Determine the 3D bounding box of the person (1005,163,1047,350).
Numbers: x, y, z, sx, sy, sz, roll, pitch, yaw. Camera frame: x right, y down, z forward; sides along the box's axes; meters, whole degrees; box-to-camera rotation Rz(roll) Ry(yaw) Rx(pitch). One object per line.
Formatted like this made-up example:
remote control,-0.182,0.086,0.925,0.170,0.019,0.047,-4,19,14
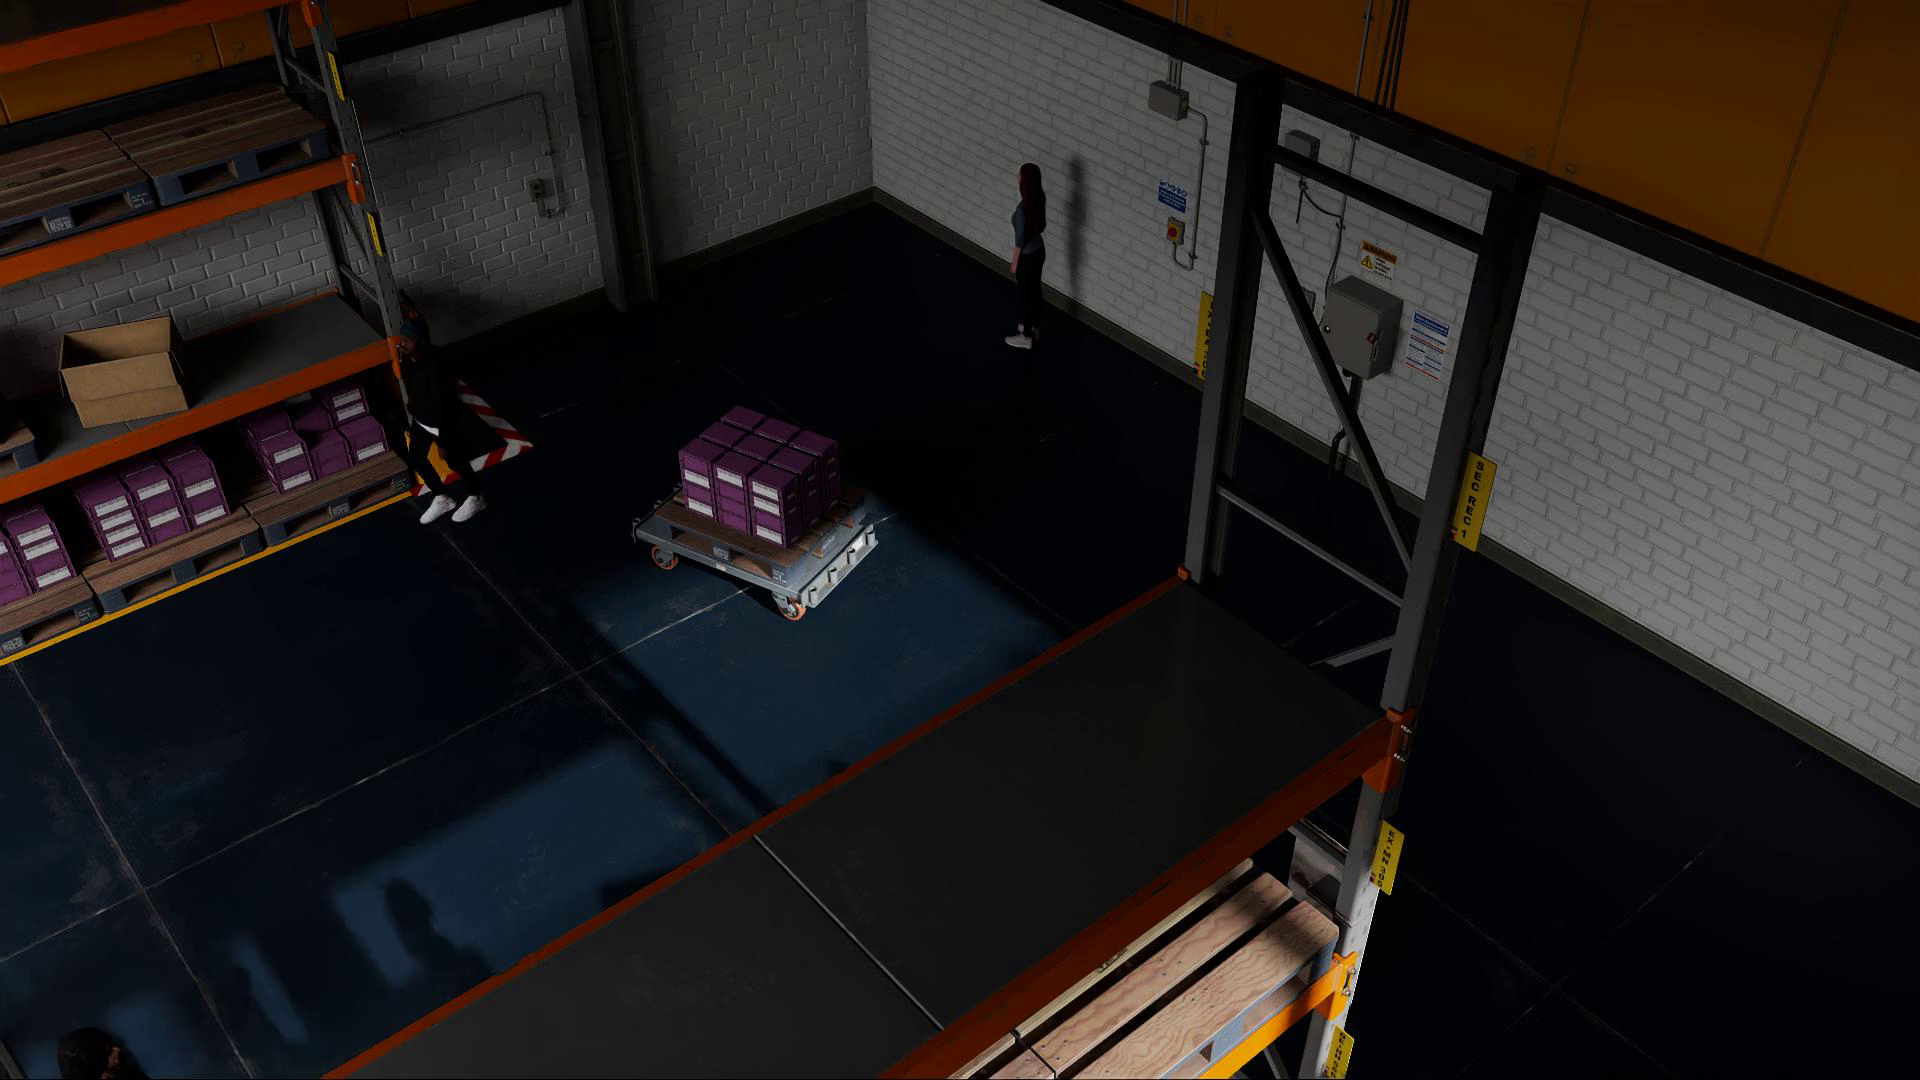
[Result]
person,0.603,-2.482,14.537,0.700,1.743,0.576,22,43,25

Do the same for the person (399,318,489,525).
person,-3.869,-0.926,12.544,0.746,1.799,0.788,28,46,31

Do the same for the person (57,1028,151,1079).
person,-3.959,2.904,7.843,1.212,1.682,0.867,-14,41,-17
